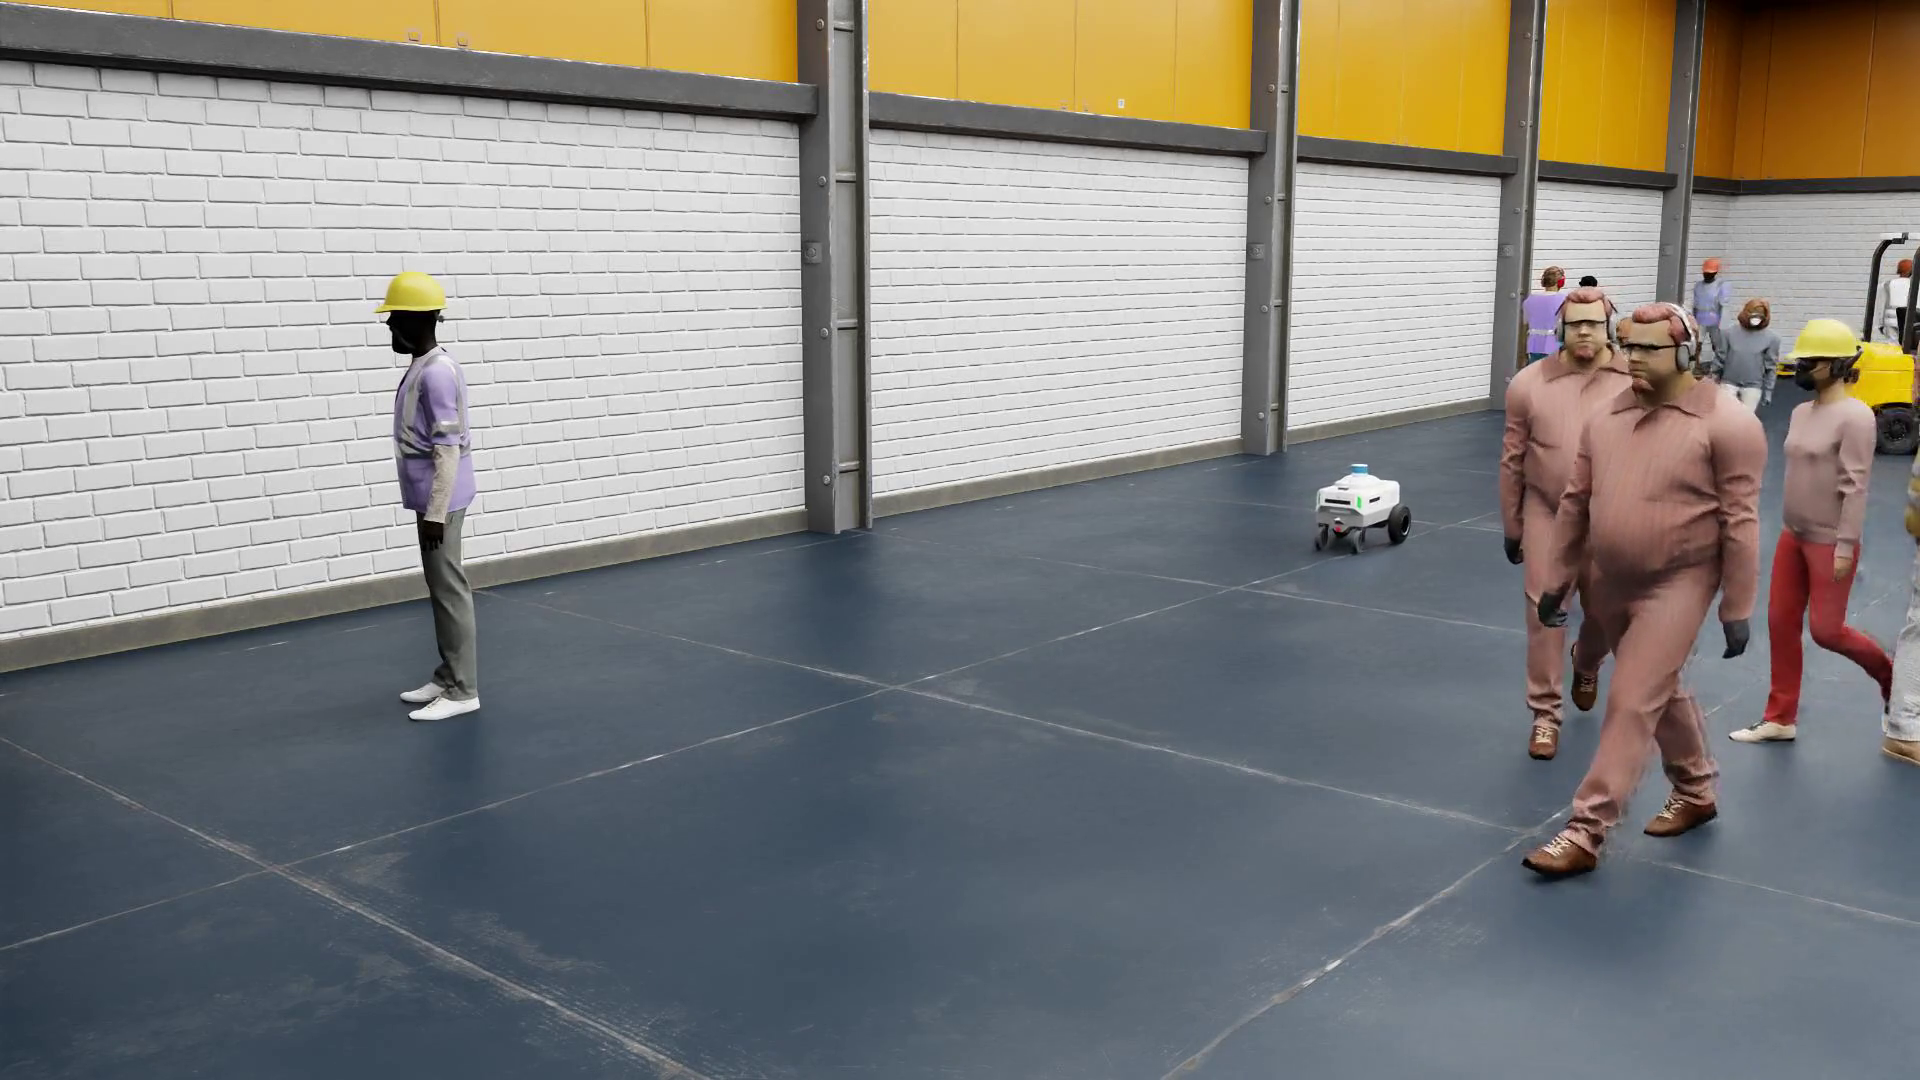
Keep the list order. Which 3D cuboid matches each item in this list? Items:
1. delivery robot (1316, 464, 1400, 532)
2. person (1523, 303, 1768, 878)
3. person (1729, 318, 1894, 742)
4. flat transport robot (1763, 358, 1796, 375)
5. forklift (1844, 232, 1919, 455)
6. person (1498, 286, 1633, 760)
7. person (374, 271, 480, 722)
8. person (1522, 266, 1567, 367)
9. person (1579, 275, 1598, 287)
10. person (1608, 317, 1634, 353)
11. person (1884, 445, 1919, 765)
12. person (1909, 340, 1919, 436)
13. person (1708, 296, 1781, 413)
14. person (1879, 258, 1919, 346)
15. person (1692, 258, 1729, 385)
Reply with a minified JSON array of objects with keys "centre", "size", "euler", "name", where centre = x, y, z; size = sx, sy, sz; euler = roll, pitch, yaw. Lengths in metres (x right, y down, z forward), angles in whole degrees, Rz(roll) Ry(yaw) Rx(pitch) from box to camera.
[{"centre":[2.713,-0.273,11.322],"size":[0.477,0.478,0.707],"euler":[7,12,36],"name":"delivery robot"},{"centre":[2.254,0.149,5.498],"size":[1.014,1.853,0.667],"euler":[-5,11,-27],"name":"person"},{"centre":[3.540,-0.015,6.707],"size":[0.626,1.753,0.521],"euler":[-1,10,-6],"name":"person"},{"centre":[13.056,-2.792,26.738],"size":[0.652,0.197,1.431],"euler":[5,11,24],"name":"flat transport robot"},{"centre":[9.955,-1.972,16.595],"size":[2.313,2.155,1.214],"euler":[1,10,8],"name":"forklift"},{"centre":[2.526,-0.094,6.793],"size":[0.645,1.880,0.766],"euler":[3,10,17],"name":"person"},{"centre":[-2.284,-0.186,7.180],"size":[0.370,1.929,0.585],"euler":[-4,11,-21],"name":"person"},{"centre":[6.055,-1.893,17.161],"size":[0.391,1.842,0.564],"euler":[-9,13,-42],"name":"person"},{"centre":[7.707,-2.407,20.505],"size":[0.534,1.693,0.317],"euler":[3,10,15],"name":"person"},{"centre":[4.102,-0.543,10.106],"size":[0.436,1.620,0.502],"euler":[1,10,3],"name":"person"},{"centre":[3.940,-0.009,6.496],"size":[0.433,1.828,0.627],"euler":[9,13,41],"name":"person"},{"centre":[7.633,-1.031,12.850],"size":[0.408,1.630,0.531],"euler":[-7,12,-35],"name":"person"},{"centre":[6.782,-1.310,14.452],"size":[0.561,1.612,0.341],"euler":[5,11,28],"name":"person"},{"centre":[13.571,-3.117,24.014],"size":[0.415,1.876,0.603],"euler":[-9,14,-43],"name":"person"},{"centre":[11.027,-3.196,24.481],"size":[1.020,1.878,0.590],"euler":[-8,13,-39],"name":"person"}]
